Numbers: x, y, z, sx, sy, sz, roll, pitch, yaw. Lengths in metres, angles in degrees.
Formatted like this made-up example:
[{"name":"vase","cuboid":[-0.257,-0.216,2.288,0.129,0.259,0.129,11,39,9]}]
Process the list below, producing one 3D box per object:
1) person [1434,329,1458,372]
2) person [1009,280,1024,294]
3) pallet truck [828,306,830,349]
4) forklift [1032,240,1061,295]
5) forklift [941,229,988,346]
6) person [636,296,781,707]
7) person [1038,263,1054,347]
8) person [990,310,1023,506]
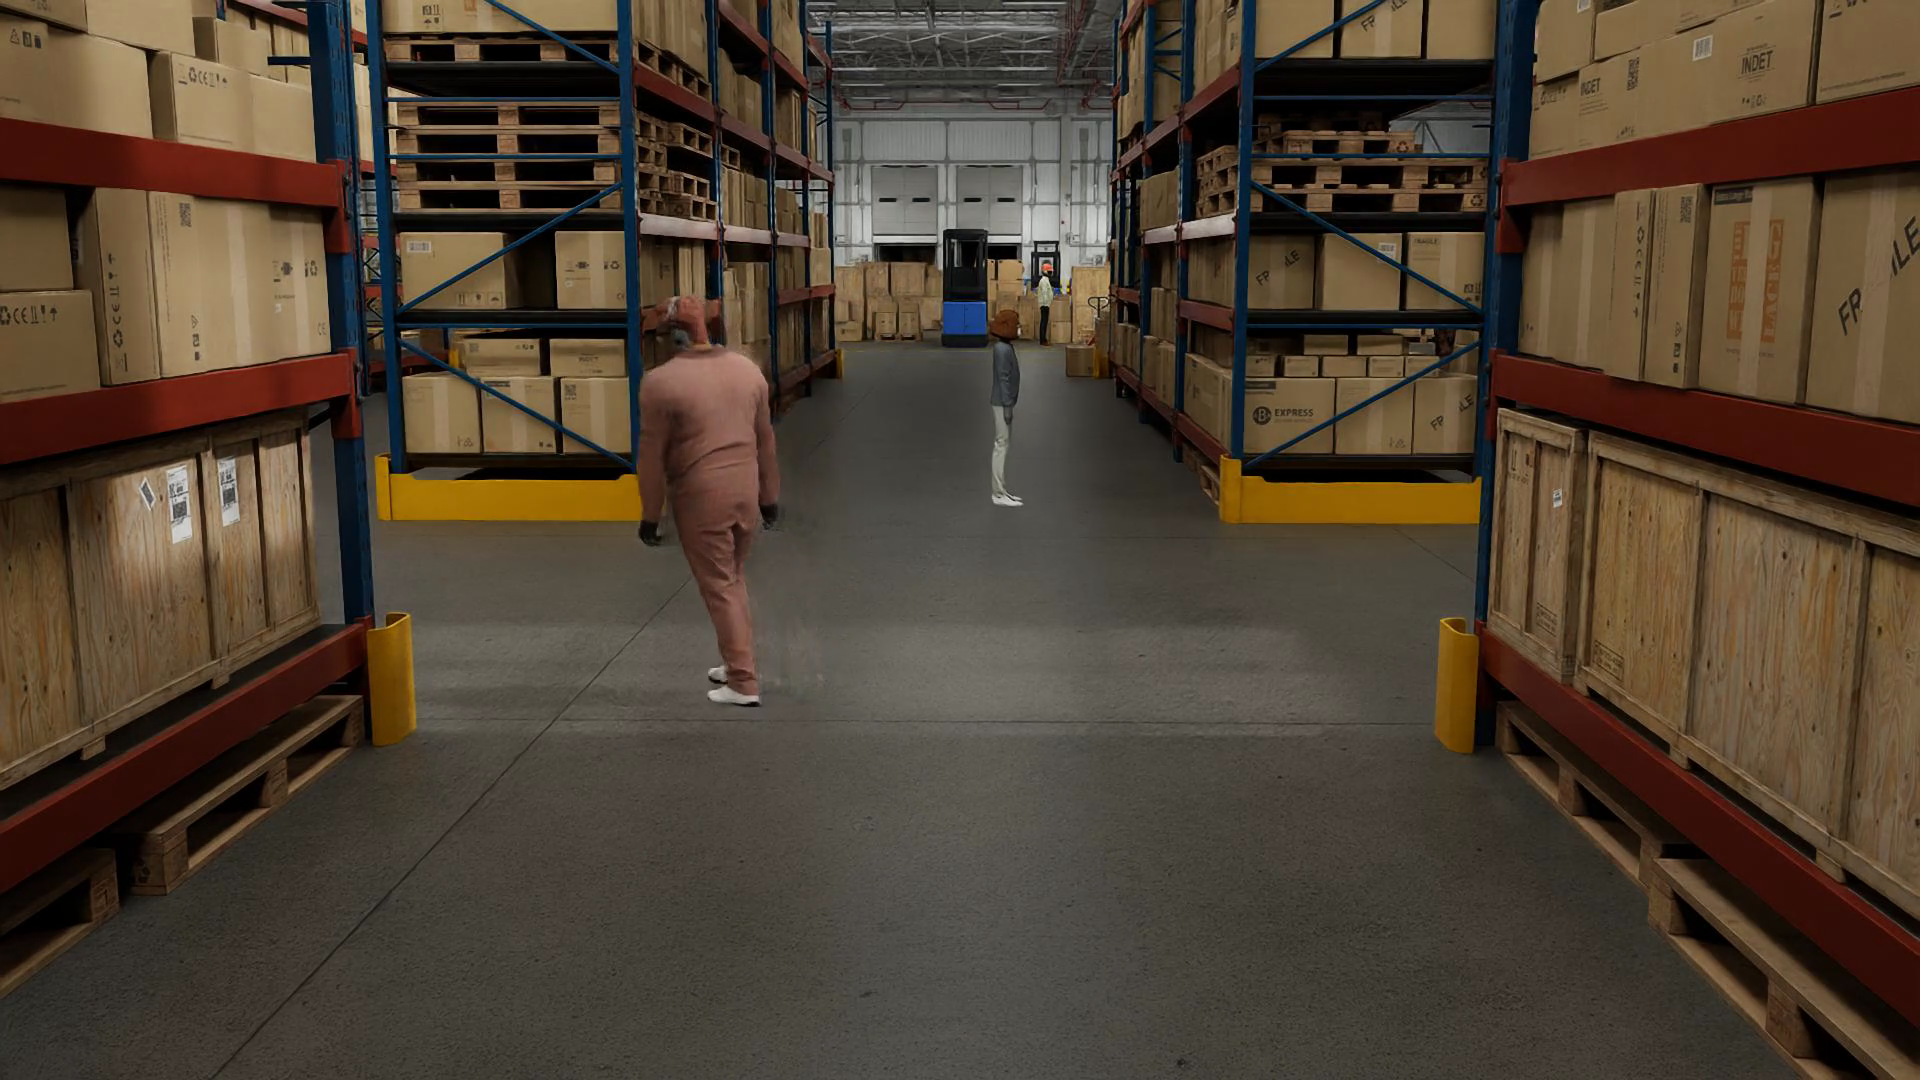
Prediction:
[{"name":"person","cuboid":[7.398,-3.130,25.240,0.401,1.906,0.652,0,9,1]},{"name":"person","cuboid":[2.209,-9.692,64.718,0.735,1.858,0.371,5,11,29]},{"name":"pallet truck","cuboid":[-3.100,-3.940,29.800,1.885,1.965,0.823,3,10,19]},{"name":"forklift","cuboid":[3.172,-9.648,61.356,1.129,2.768,1.873,0,9,1]},{"name":"forklift","cuboid":[0.124,-6.117,40.203,1.129,2.768,1.873,0,9,1]},{"name":"person","cuboid":[-1.163,-0.170,7.609,0.615,1.873,0.682,9,13,42]},{"name":"person","cuboid":[2.067,-5.643,40.010,0.382,1.995,0.612,0,9,1]},{"name":"person","cuboid":[0.389,-1.101,13.884,0.280,1.633,0.500,0,9,1]}]
